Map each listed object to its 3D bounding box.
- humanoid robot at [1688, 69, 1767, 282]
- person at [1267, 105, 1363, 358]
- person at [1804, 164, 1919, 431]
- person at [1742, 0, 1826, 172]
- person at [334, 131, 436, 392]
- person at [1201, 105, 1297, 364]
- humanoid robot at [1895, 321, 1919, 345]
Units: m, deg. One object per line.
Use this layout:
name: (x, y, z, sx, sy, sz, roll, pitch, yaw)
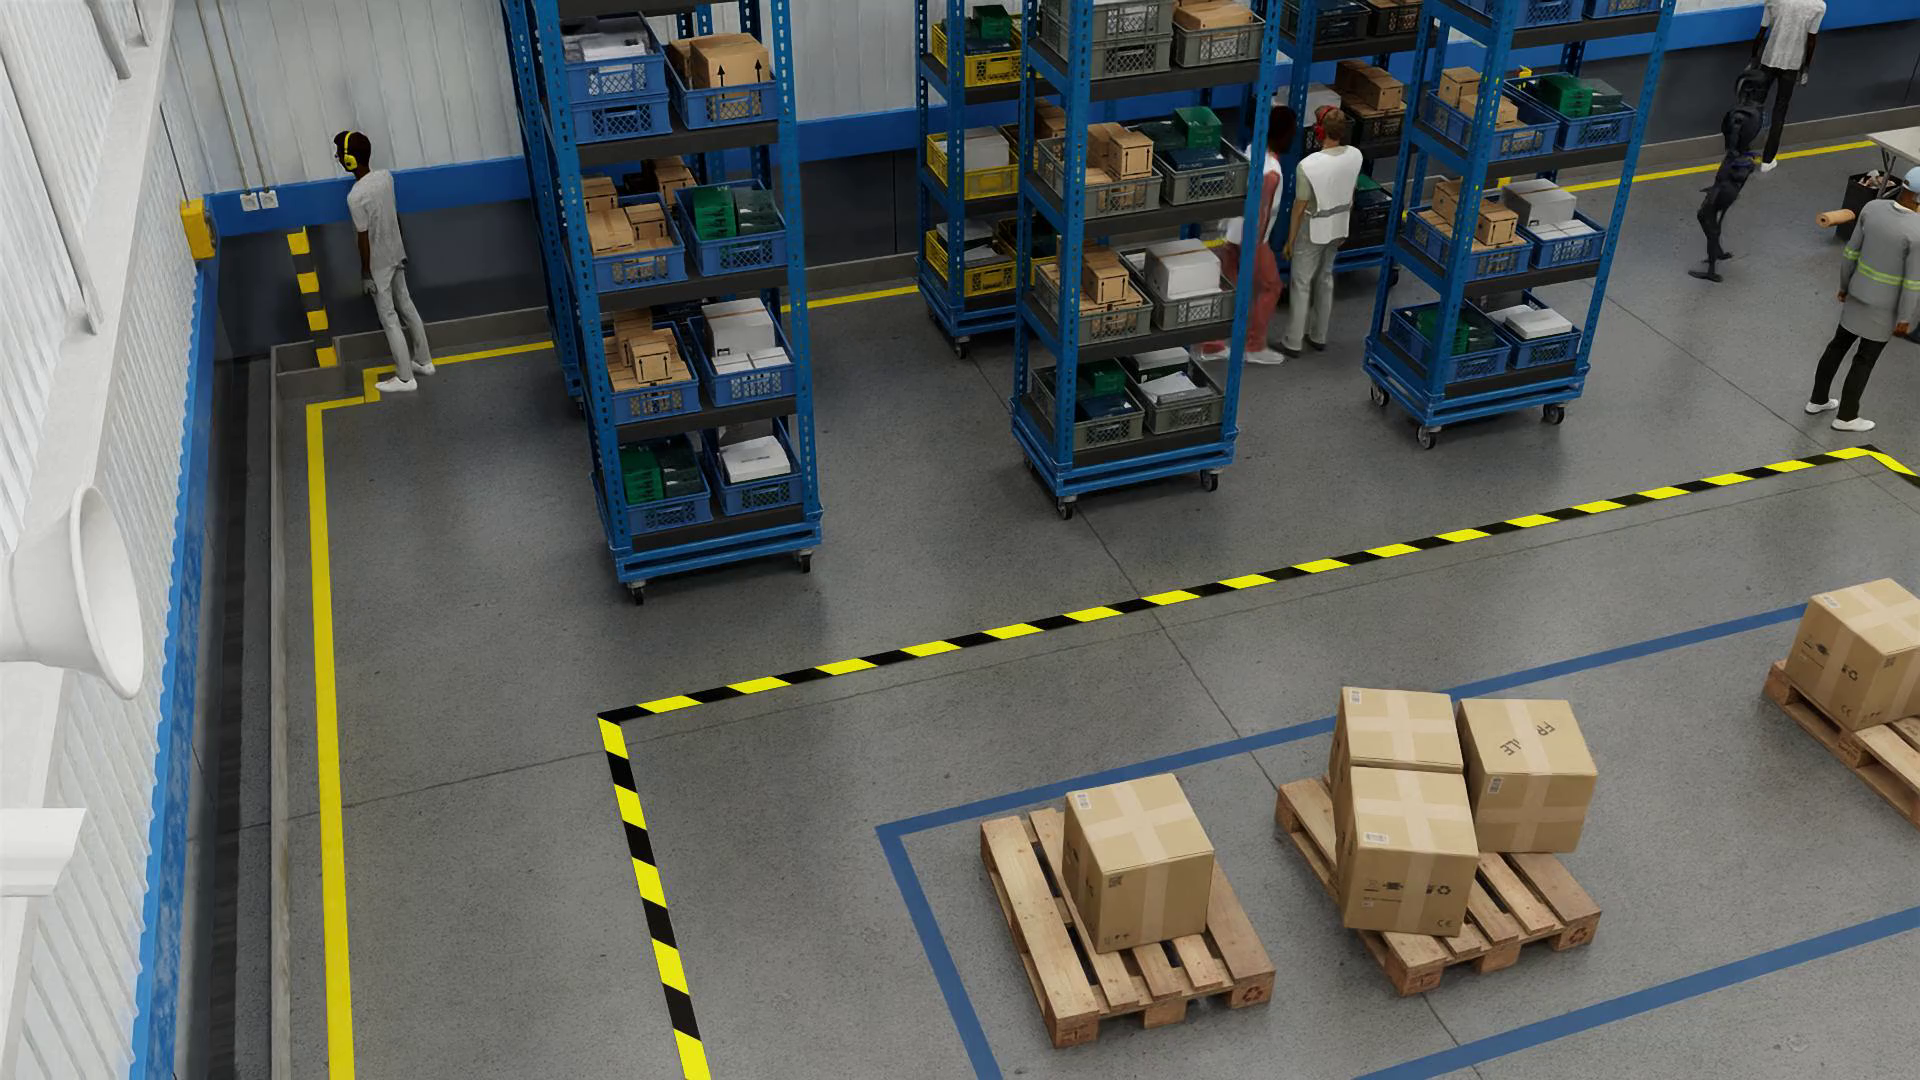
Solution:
humanoid robot: (5.907, -2.788, 12.792, 0.345, 1.646, 0.611, 21, 40, 27)
person: (2.540, -2.156, 11.757, 0.575, 1.831, 0.409, -21, 40, -27)
person: (6.051, -1.596, 10.944, 0.398, 1.850, 0.595, -11, 37, -16)
person: (7.182, -4.153, 14.570, 0.509, 1.858, 0.332, 22, 41, 28)
person: (-3.950, -1.899, 11.369, 0.319, 1.860, 0.509, 7, 36, 10)
person: (2.089, -2.115, 11.644, 0.674, 1.884, 0.596, -6, 36, -8)
humanoid robot: (7.183, -2.029, 11.748, 0.733, 1.638, 0.601, 25, 42, 31)
